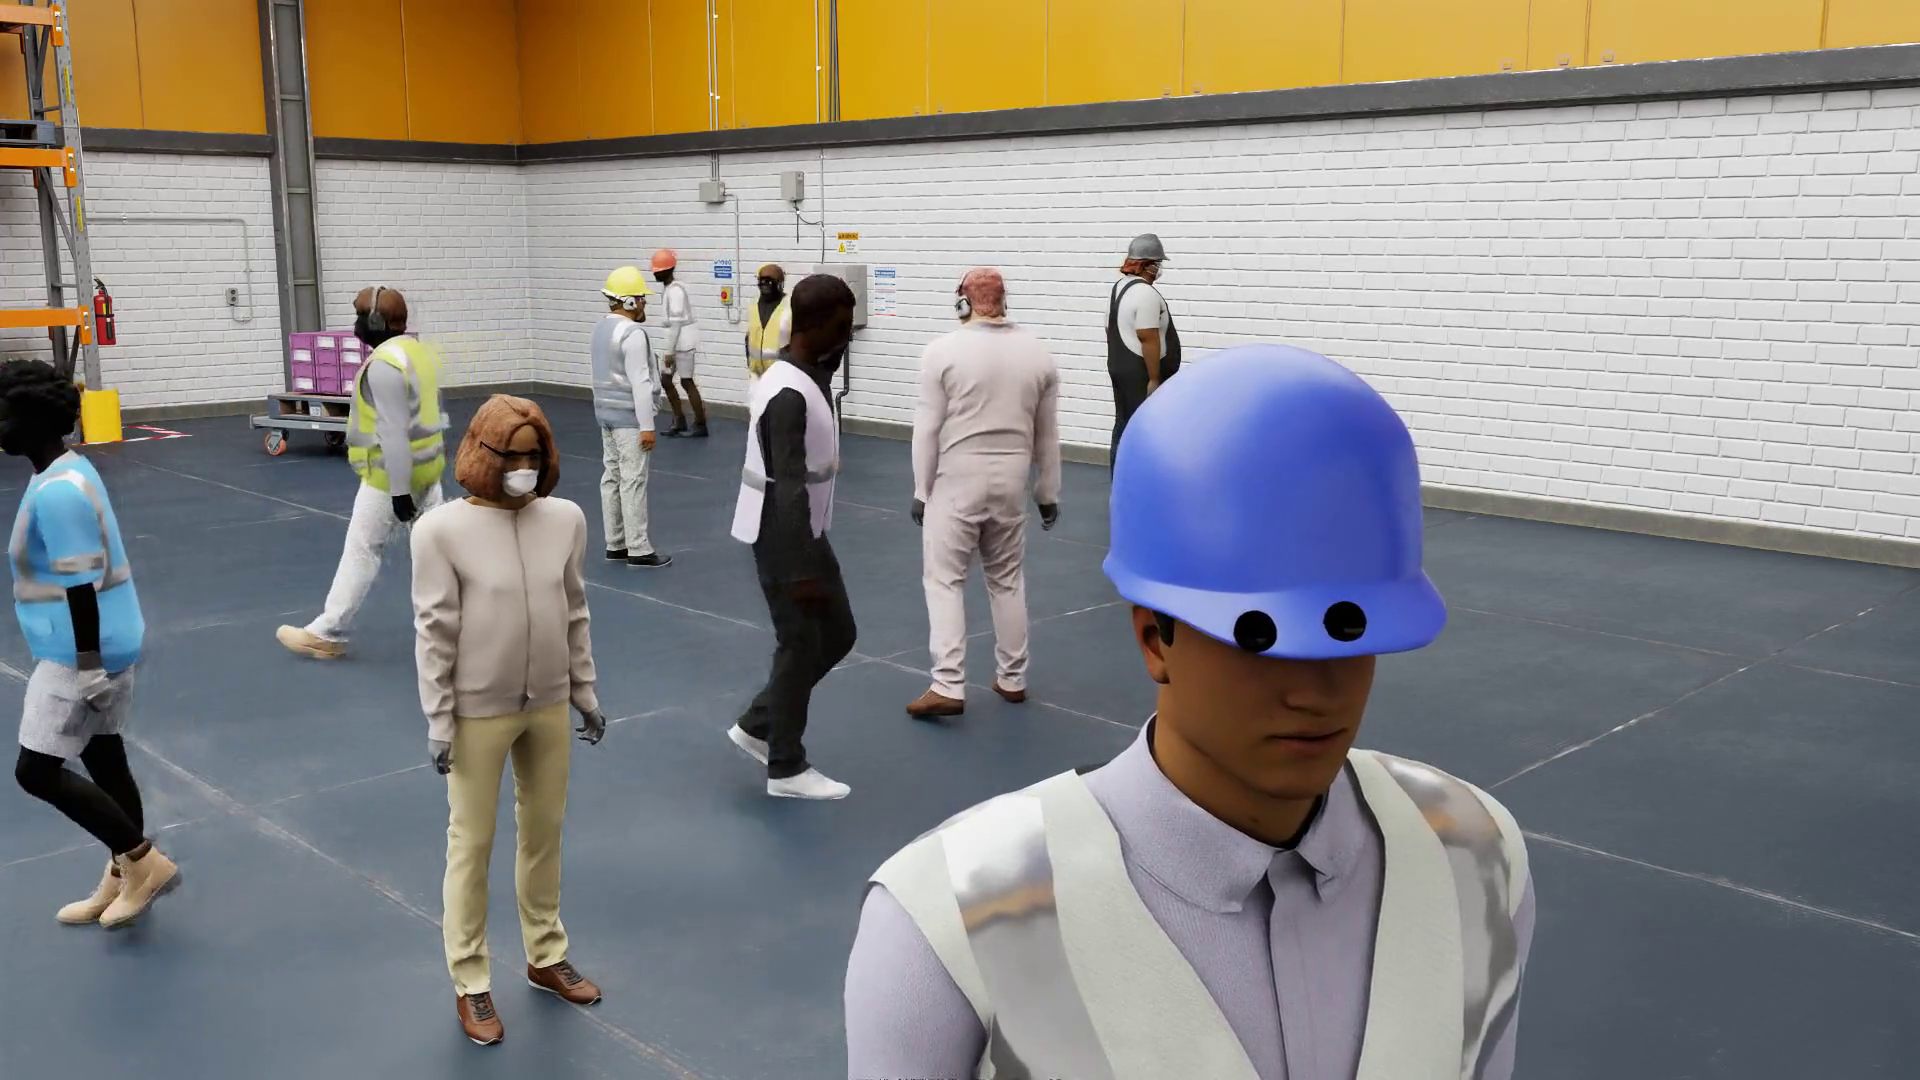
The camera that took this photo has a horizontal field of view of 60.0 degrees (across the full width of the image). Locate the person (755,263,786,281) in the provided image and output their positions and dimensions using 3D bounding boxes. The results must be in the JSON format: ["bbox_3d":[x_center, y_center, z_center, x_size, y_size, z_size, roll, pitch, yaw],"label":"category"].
[{"bbox_3d":[-1.755,-1.677,15.442,0.312,1.769,0.525,-4,11,-19],"label":"person"}]

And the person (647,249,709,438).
[{"bbox_3d":[-2.791,-1.931,16.492,0.632,1.882,0.569,-4,11,-22],"label":"person"}]

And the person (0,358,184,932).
[{"bbox_3d":[-2.536,0.322,4.766,0.364,1.686,0.545,-4,11,-23],"label":"person"}]

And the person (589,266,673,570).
[{"bbox_3d":[-2.019,-0.740,10.143,0.404,1.835,0.590,-8,13,-36],"label":"person"}]

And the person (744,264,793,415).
[{"bbox_3d":[-1.491,-1.365,13.689,0.634,1.801,0.892,4,11,23],"label":"person"}]

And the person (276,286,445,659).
[{"bbox_3d":[-2.760,-0.314,7.975,1.000,1.782,0.632,0,10,2],"label":"person"}]

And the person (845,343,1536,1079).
[{"bbox_3d":[0.201,0.815,1.350,0.613,1.945,0.406,-4,11,-22],"label":"person"}]

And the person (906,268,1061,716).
[{"bbox_3d":[0.096,-0.191,7.027,0.800,1.886,0.530,-6,12,-29],"label":"person"}]

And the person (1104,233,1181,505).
[{"bbox_3d":[1.365,-1.235,12.278,0.536,2.000,0.688,-3,11,-17],"label":"person"}]

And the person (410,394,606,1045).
[{"bbox_3d":[-1.141,0.441,4.252,0.278,1.633,0.498,10,14,43],"label":"person"}]

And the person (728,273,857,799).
[{"bbox_3d":[-0.574,0.013,5.865,0.441,1.893,0.622,1,10,4],"label":"person"}]
